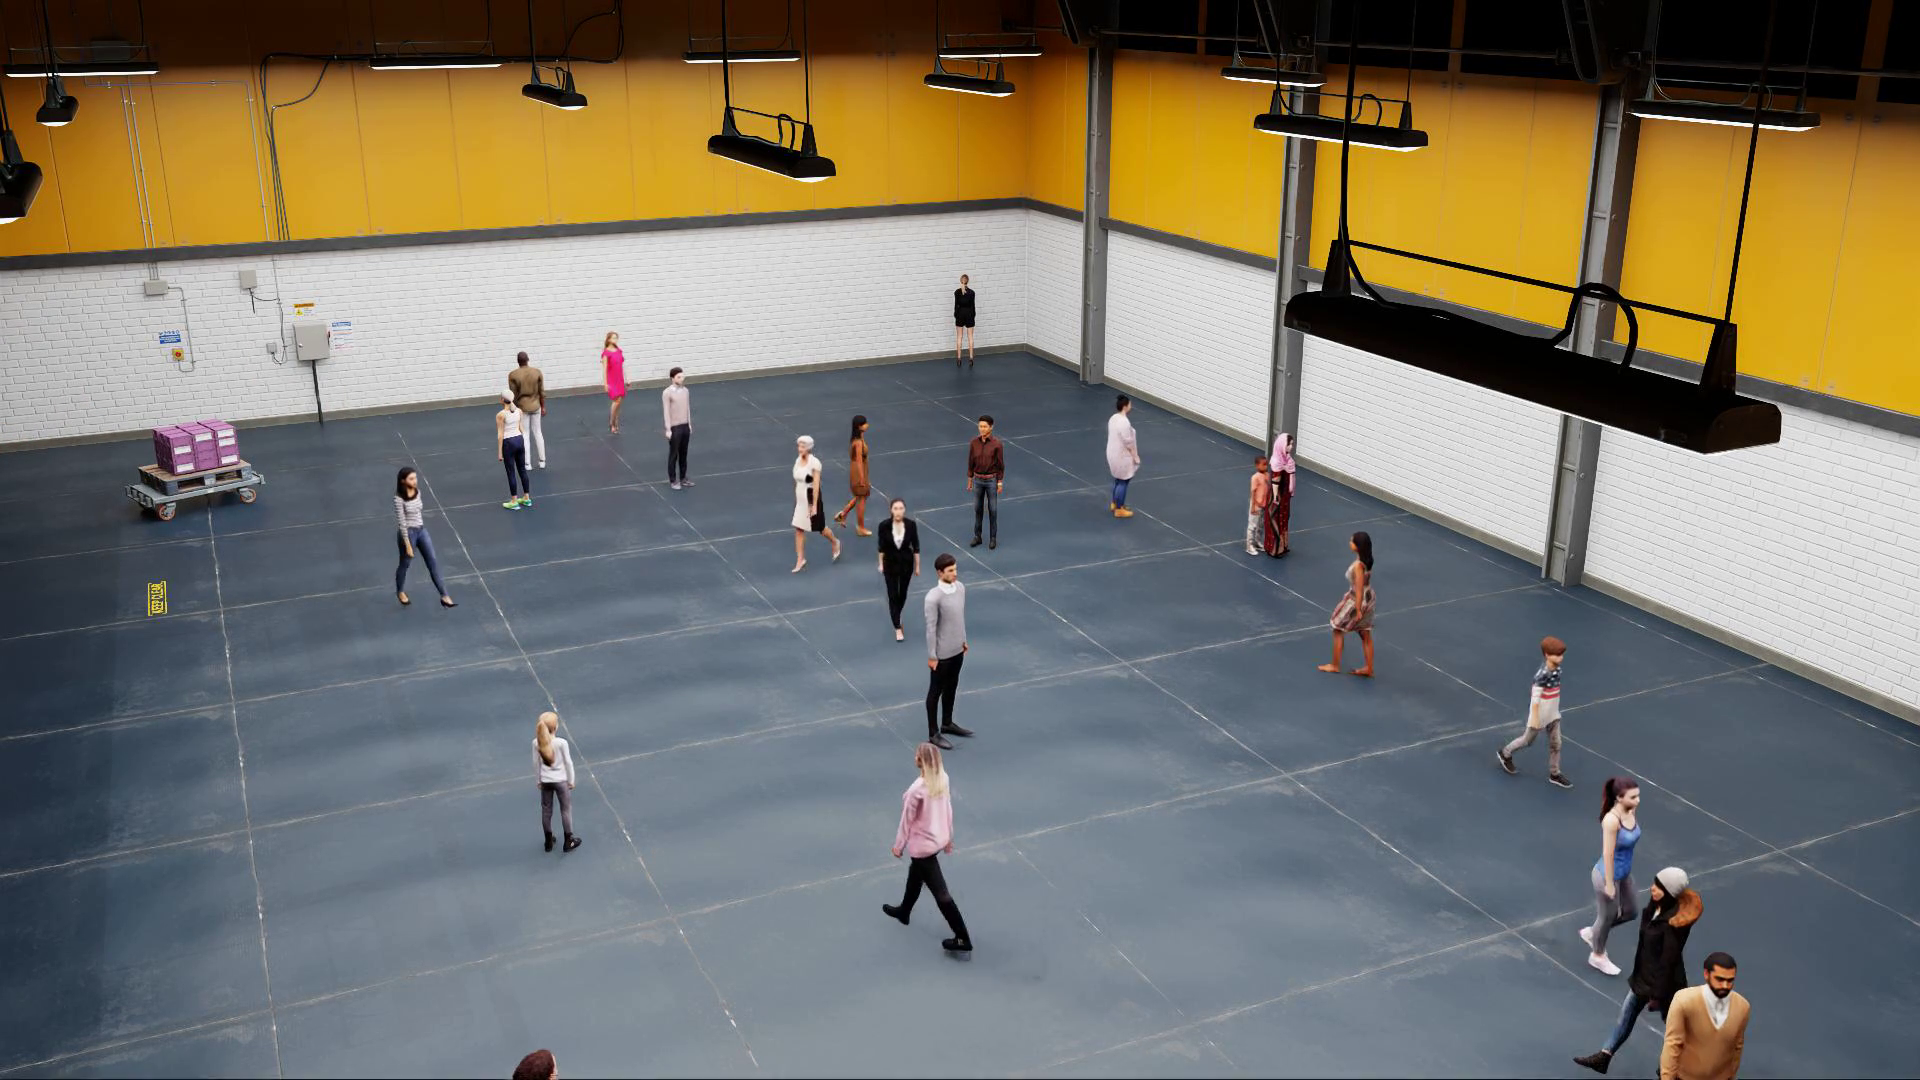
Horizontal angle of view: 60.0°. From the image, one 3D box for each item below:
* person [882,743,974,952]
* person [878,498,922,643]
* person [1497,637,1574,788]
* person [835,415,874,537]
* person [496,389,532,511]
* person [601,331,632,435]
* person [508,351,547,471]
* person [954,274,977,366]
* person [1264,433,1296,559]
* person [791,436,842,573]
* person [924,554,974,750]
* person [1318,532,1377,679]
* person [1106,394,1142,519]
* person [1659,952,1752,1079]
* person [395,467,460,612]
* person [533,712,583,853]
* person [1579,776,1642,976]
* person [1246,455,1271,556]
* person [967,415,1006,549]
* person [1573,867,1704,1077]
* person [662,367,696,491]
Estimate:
[{"bbox_3d":[-0.175,2.382,12.679,1.212,1.637,0.995,12,22,32],"label":"person"},{"bbox_3d":[-0.699,0.302,18.900,0.793,1.609,1.125,-3,19,-10],"label":"person"},{"bbox_3d":[5.364,1.568,15.446,0.685,1.414,1.013,-14,23,-36],"label":"person"},{"bbox_3d":[-1.421,-0.847,22.201,0.773,1.679,0.764,-2,19,-6],"label":"person"},{"bbox_3d":[-6.306,-1.292,23.490,0.694,1.699,0.680,13,23,34],"label":"person"},{"bbox_3d":[-5.737,-2.593,27.326,0.747,1.718,0.701,11,21,29],"label":"person"},{"bbox_3d":[-6.582,-1.982,25.342,0.743,1.825,0.577,-11,21,-29],"label":"person"},{"bbox_3d":[0.089,-4.274,32.238,0.654,1.768,0.654,0,19,1],"label":"person"},{"bbox_3d":[4.133,-0.595,21.526,0.786,1.632,0.765,11,22,30],"label":"person"},{"bbox_3d":[-1.825,-0.463,20.991,1.104,1.723,0.982,15,24,37],"label":"person"},{"bbox_3d":[-0.144,1.044,16.203,0.821,1.923,0.833,13,23,34],"label":"person"},{"bbox_3d":[4.327,0.707,17.673,0.955,1.623,0.870,11,22,30],"label":"person"},{"bbox_3d":[2.192,-1.162,23.044,0.815,1.737,0.661,-4,19,-12],"label":"person"},{"bbox_3d":[4.402,3.222,10.038,1.030,1.730,1.222,2,19,7],"label":"person"},{"bbox_3d":[-6.505,0.023,19.532,1.190,1.734,1.091,8,20,22],"label":"person"},{"bbox_3d":[-3.469,2.057,14.202,0.578,1.279,0.622,2,19,7],"label":"person"},{"bbox_3d":[4.827,2.485,12.432,0.640,1.599,0.703,-15,24,-38],"label":"person"},{"bbox_3d":[3.899,-0.475,21.674,0.530,1.310,0.515,-13,23,-35],"label":"person"},{"bbox_3d":[0.338,-0.780,21.840,0.707,1.782,0.758,6,19,17],"label":"person"},{"bbox_3d":[4.740,2.934,11.108,0.963,1.592,1.083,-1,19,-2],"label":"person"},{"bbox_3d":[-4.132,-1.659,24.410,0.678,1.807,0.700,15,24,38],"label":"person"}]
